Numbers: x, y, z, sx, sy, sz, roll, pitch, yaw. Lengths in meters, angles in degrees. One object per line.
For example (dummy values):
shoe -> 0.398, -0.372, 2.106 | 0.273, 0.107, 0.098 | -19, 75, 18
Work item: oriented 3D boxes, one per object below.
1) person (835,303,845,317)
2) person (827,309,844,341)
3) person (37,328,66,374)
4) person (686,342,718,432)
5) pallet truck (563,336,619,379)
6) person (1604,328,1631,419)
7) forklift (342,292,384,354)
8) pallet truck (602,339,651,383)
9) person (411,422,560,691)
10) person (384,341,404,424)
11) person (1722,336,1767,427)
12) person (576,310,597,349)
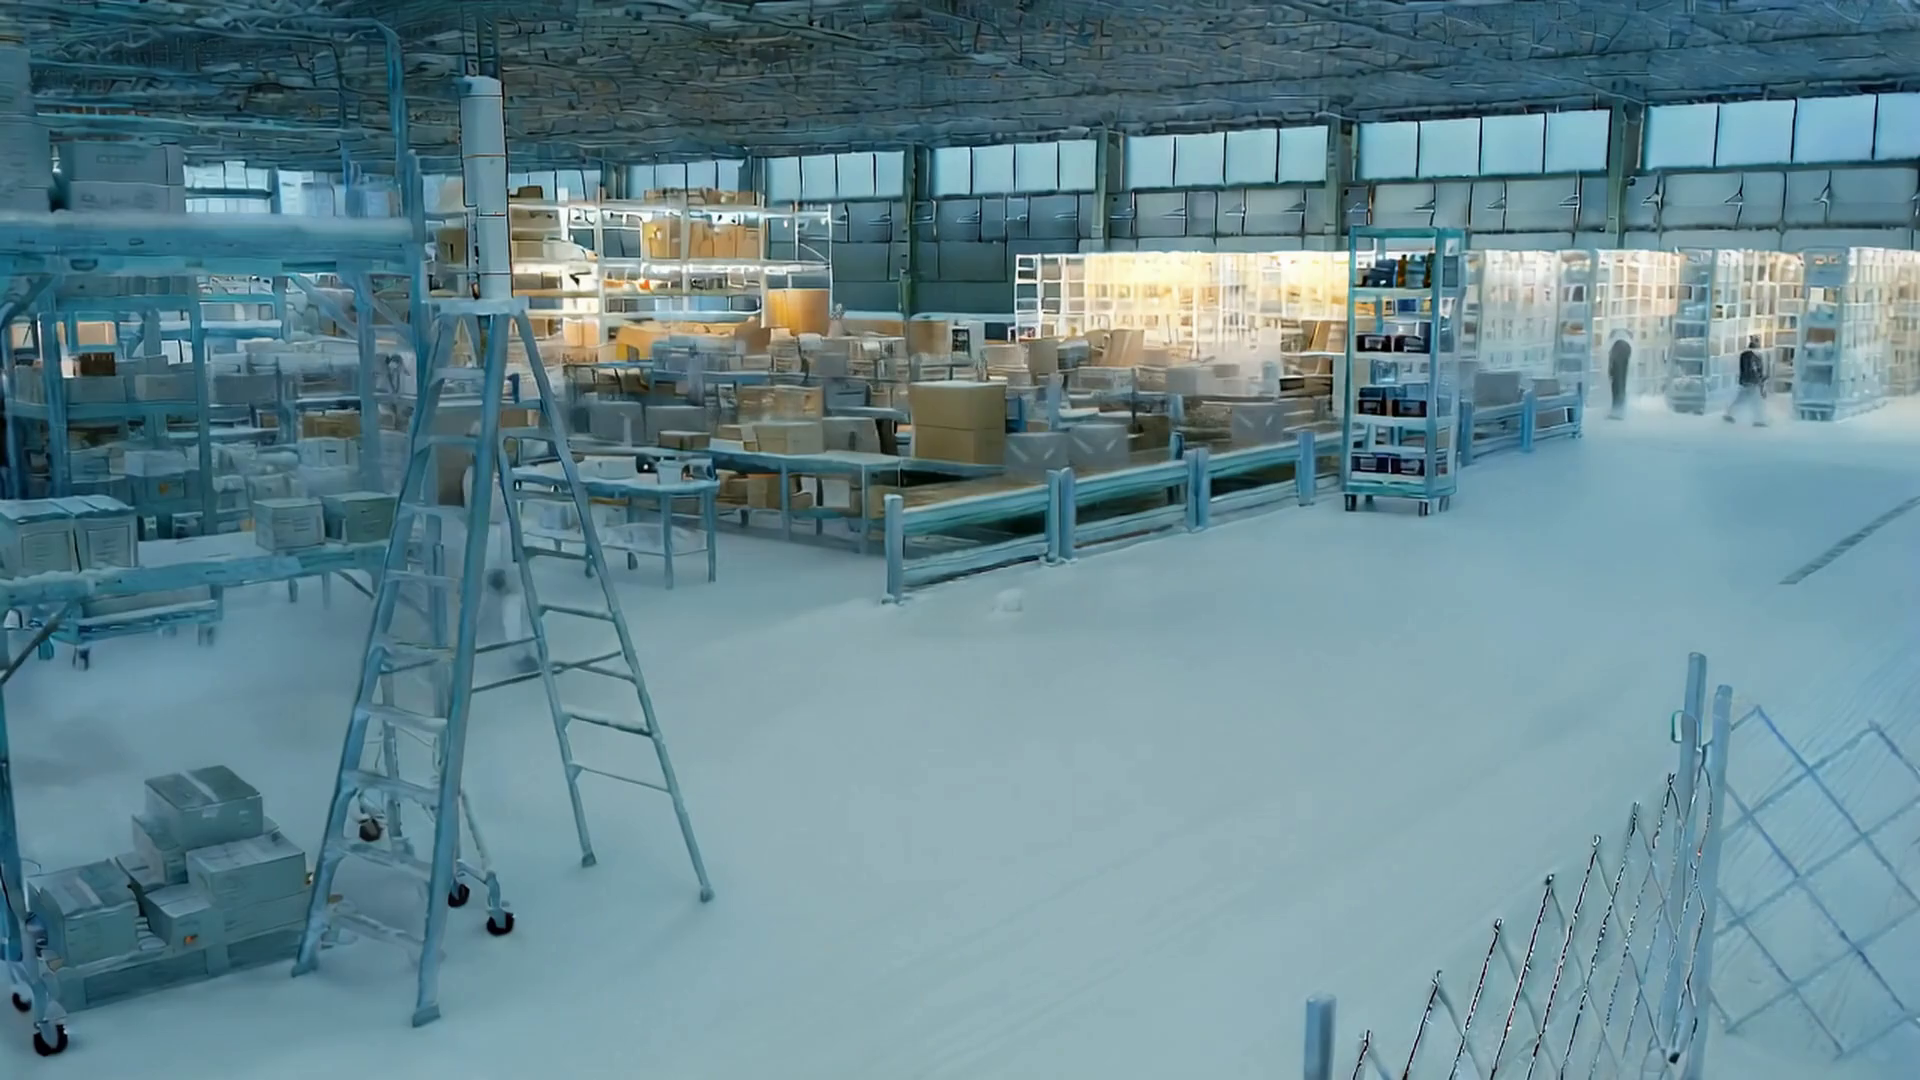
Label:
person -> -4.689, -8.147, 63.956 | 0.595, 1.884, 0.974 | 0, 9, 1
person -> -3.808, -6.010, 50.354 | 0.483, 1.969, 0.659 | 5, 10, 27
person -> -18.975, -3.495, 34.886 | 0.410, 1.905, 0.641 | 4, 10, 21
person -> -4.933, -2.862, 31.426 | 0.665, 1.743, 0.530 | 1, 9, 7
pallet truck -> -10.690, -5.294, 48.215 | 1.601, 1.201, 0.680 | -5, 10, -26
person -> 13.713, -3.469, 34.712 | 0.409, 1.907, 0.651 | 8, 12, 42
forklift -> -16.485, -5.622, 45.120 | 1.129, 2.768, 1.873 | 7, 11, 37
pallet truck -> -8.991, -4.871, 45.351 | 0.653, 1.274, 1.630 | 7, 11, 37
person -> -3.524, 0.114, 12.125 | 1.063, 1.997, 0.609 | -4, 10, -22
person -> -11.438, -3.173, 33.556 | 0.545, 1.677, 0.395 | 7, 12, 38
person -> 15.707, -3.169, 33.198 | 0.589, 1.803, 0.893 | -5, 10, -29
person -> -11.369, -6.041, 50.718 | 0.624, 1.931, 0.377 | -1, 9, -8
